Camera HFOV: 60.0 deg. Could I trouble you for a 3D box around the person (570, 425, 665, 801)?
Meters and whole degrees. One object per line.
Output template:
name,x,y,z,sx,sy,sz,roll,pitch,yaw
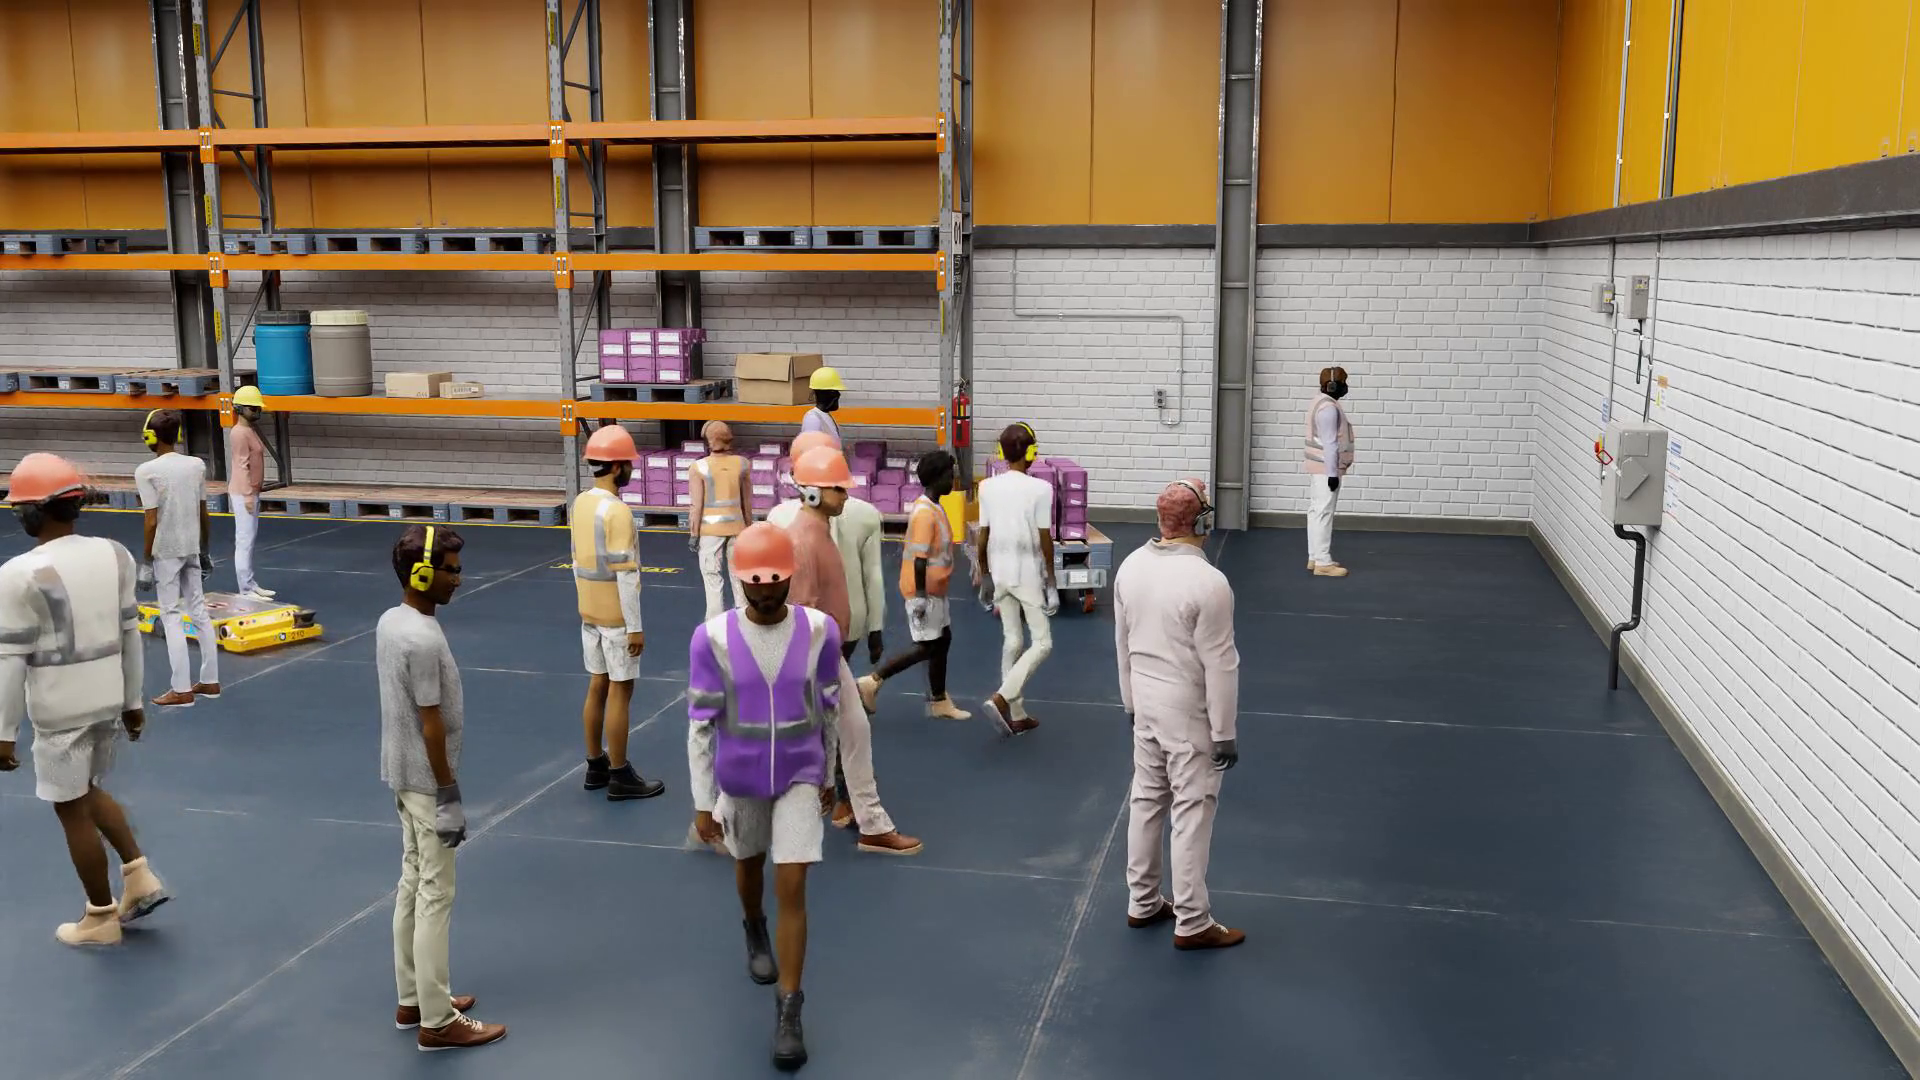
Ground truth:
person,-1.779,0.374,8.598,0.362,1.935,0.551,-8,12,-38

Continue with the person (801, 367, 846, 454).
person,-1.080,-0.417,13.312,0.362,1.928,0.587,1,10,4

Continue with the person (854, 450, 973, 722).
person,-0.275,0.288,9.887,0.617,1.671,0.555,1,10,5

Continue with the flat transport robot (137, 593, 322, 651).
flat transport robot,-5.437,0.584,12.281,1.431,0.197,0.652,6,11,33

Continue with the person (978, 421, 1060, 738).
person,0.312,0.252,9.564,0.548,1.854,0.554,7,12,35

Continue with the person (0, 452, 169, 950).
person,-3.561,0.663,6.641,0.422,2.028,0.610,2,10,14

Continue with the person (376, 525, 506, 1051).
person,-1.872,0.867,5.897,0.327,1.865,0.521,-6,12,-33

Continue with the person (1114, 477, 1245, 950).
person,0.910,0.698,6.754,0.409,1.913,0.651,-6,11,-33

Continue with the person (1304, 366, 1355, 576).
person,3.266,-0.613,14.724,0.430,1.845,0.621,1,10,5

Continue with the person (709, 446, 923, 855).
person,-0.727,0.528,7.672,1.018,1.950,0.621,1,10,8

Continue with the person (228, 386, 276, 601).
person,-5.765,-0.370,13.525,0.329,1.764,0.524,-3,10,-16

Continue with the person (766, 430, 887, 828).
person,-0.660,0.425,8.334,0.618,1.939,1.039,-5,11,-29

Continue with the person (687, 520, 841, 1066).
person,-0.708,0.833,6.061,0.555,1.884,1.002,-2,10,-10

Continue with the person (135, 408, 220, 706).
person,-4.900,0.110,10.376,0.309,1.864,0.535,4,10,23

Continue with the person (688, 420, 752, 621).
person,-1.715,-0.040,11.938,0.522,1.636,0.310,-8,12,-39
